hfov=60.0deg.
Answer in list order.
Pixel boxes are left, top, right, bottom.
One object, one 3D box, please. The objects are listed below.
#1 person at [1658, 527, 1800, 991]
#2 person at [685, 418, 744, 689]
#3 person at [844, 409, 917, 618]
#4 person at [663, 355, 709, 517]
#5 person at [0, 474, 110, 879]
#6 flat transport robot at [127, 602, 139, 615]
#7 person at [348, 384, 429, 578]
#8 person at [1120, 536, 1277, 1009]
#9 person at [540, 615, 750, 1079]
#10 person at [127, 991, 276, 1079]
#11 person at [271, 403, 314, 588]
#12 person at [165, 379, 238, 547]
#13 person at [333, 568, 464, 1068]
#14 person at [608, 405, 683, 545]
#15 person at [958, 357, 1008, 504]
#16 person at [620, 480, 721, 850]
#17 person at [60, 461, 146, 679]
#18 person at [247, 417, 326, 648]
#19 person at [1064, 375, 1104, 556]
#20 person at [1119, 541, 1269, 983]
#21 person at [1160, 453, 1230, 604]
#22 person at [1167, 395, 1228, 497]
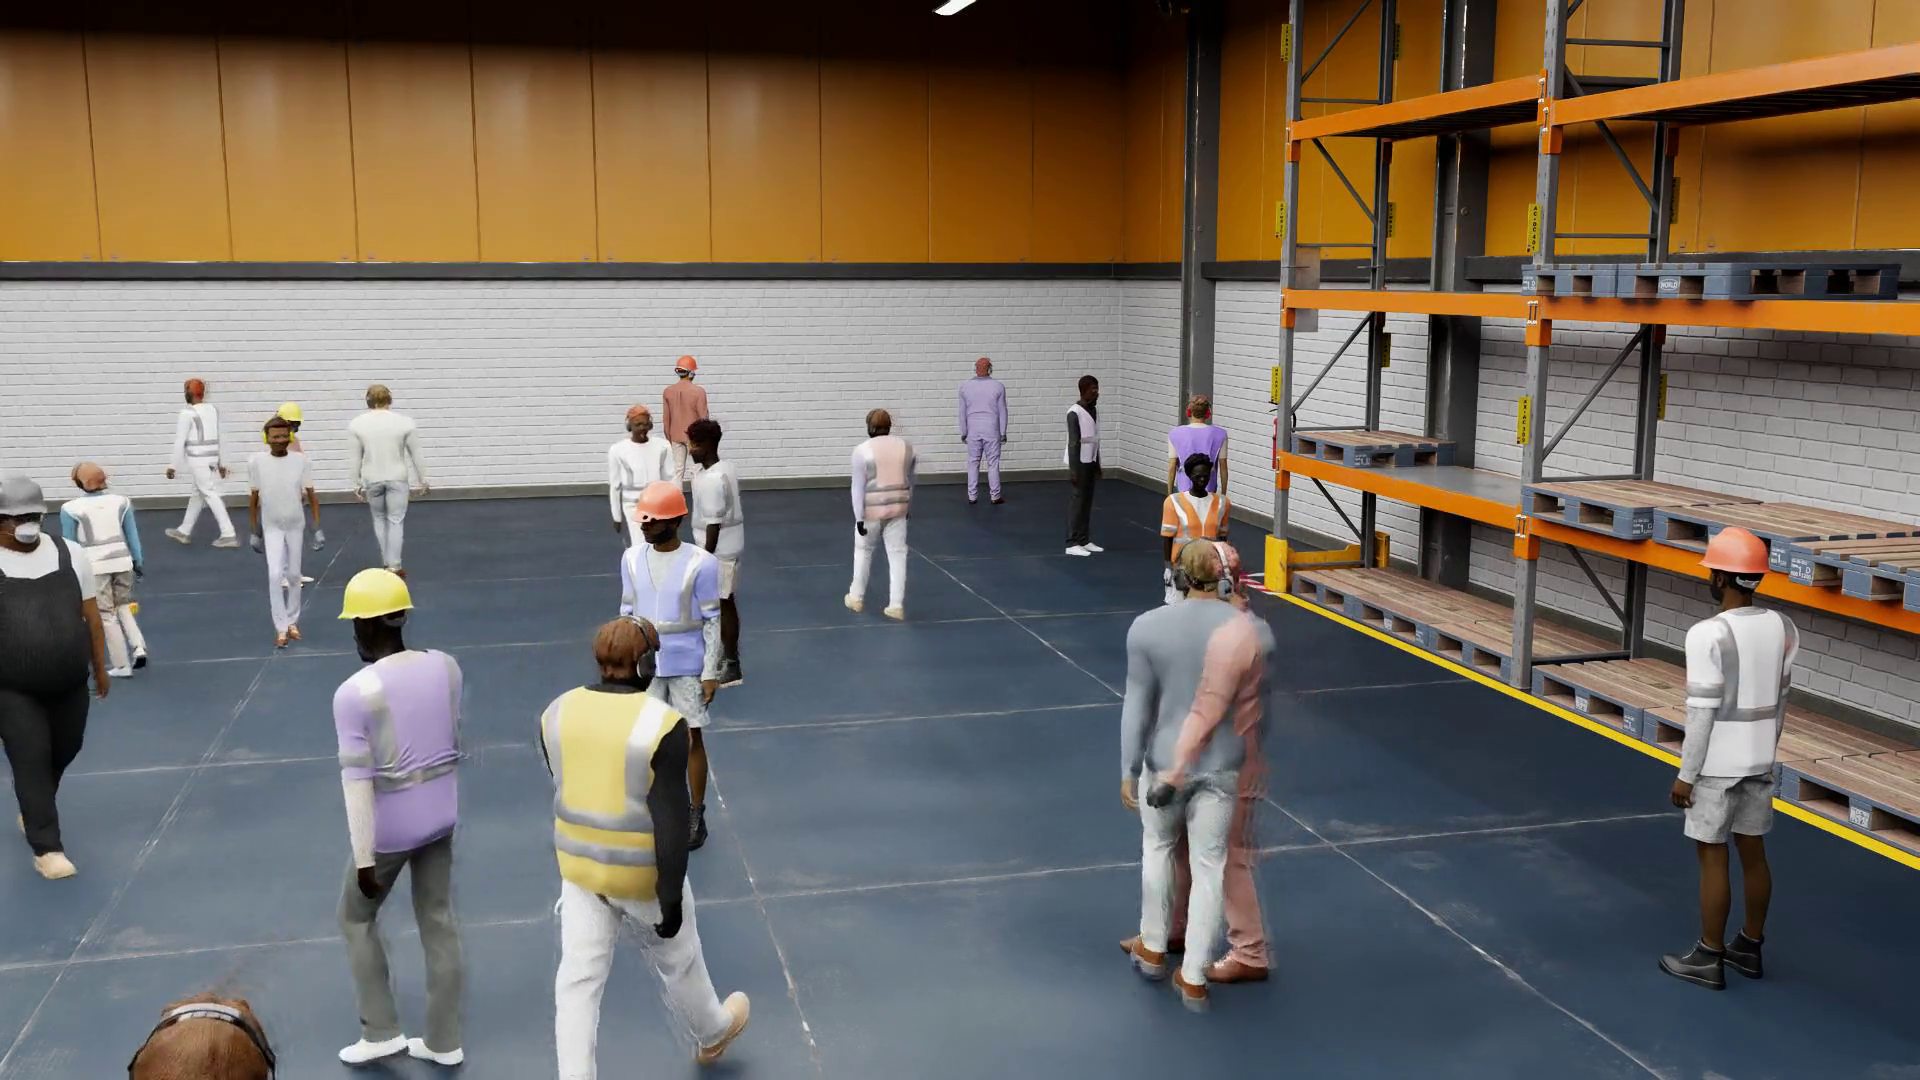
[{"bbox_3d":[3.200,0.910,6.961,0.545,1.939,0.373,-4,10,-22],"label":"person"},{"bbox_3d":[-1.768,0.087,12.101,0.375,1.941,0.682,0,9,0],"label":"person"},{"bbox_3d":[-0.715,-0.245,14.599,0.641,1.806,0.873,-4,10,-25],"label":"person"},{"bbox_3d":[-3.304,-1.239,20.195,0.609,1.995,0.378,3,10,20],"label":"person"},{"bbox_3d":[-4.719,0.623,8.435,0.917,2.000,0.687,7,12,39],"label":"person"},{"bbox_3d":[-7.461,0.648,13.780,0.652,0.197,1.431,0,9,-2],"label":"flat transport robot"},{"bbox_3d":[-5.562,-0.567,16.254,0.706,1.919,0.560,-1,9,-6],"label":"person"},{"bbox_3d":[0.967,0.937,6.915,0.646,1.898,0.707,0,9,-3],"label":"person"},{"bbox_3d":[-1.144,1.148,5.942,0.628,1.785,0.964,4,10,22],"label":"person"},{"bbox_3d":[-1.282,1.619,2.907,0.647,1.819,0.549,0,9,-1],"label":"person"},{"bbox_3d":[-6.387,-0.431,15.887,0.337,1.760,0.526,0,9,-1],"label":"person"},{"bbox_3d":[-8.345,-0.837,18.182,0.979,1.832,0.592,2,9,13],"label":"person"},{"bbox_3d":[-2.118,1.048,6.225,0.592,1.903,0.594,6,11,32],"label":"person"},{"bbox_3d":[-2.790,-0.273,14.631,0.588,1.856,0.913,-5,10,-28],"label":"person"},{"bbox_3d":[0.312,-1.407,21.524,0.639,1.908,0.409,2,9,13],"label":"person"},{"bbox_3d":[-1.507,0.649,8.604,0.547,1.934,0.376,3,9,16],"label":"person"},{"bbox_3d":[-6.277,0.226,12.195,0.358,1.616,0.515,7,11,35],"label":"person"},{"bbox_3d":[-5.381,-0.063,13.326,0.543,1.837,0.832,-5,10,-27],"label":"person"},{"bbox_3d":[1.306,-0.797,17.693,0.379,1.916,0.588,5,10,28],"label":"person"},{"bbox_3d":[1.018,0.938,6.953,0.646,1.877,0.666,1,9,6],"label":"person"},{"bbox_3d":[1.711,0.207,12.099,0.530,1.697,0.321,-2,9,-12],"label":"person"},{"bbox_3d":[2.238,-0.443,15.691,0.570,1.843,0.372,1,9,4],"label":"person"}]
